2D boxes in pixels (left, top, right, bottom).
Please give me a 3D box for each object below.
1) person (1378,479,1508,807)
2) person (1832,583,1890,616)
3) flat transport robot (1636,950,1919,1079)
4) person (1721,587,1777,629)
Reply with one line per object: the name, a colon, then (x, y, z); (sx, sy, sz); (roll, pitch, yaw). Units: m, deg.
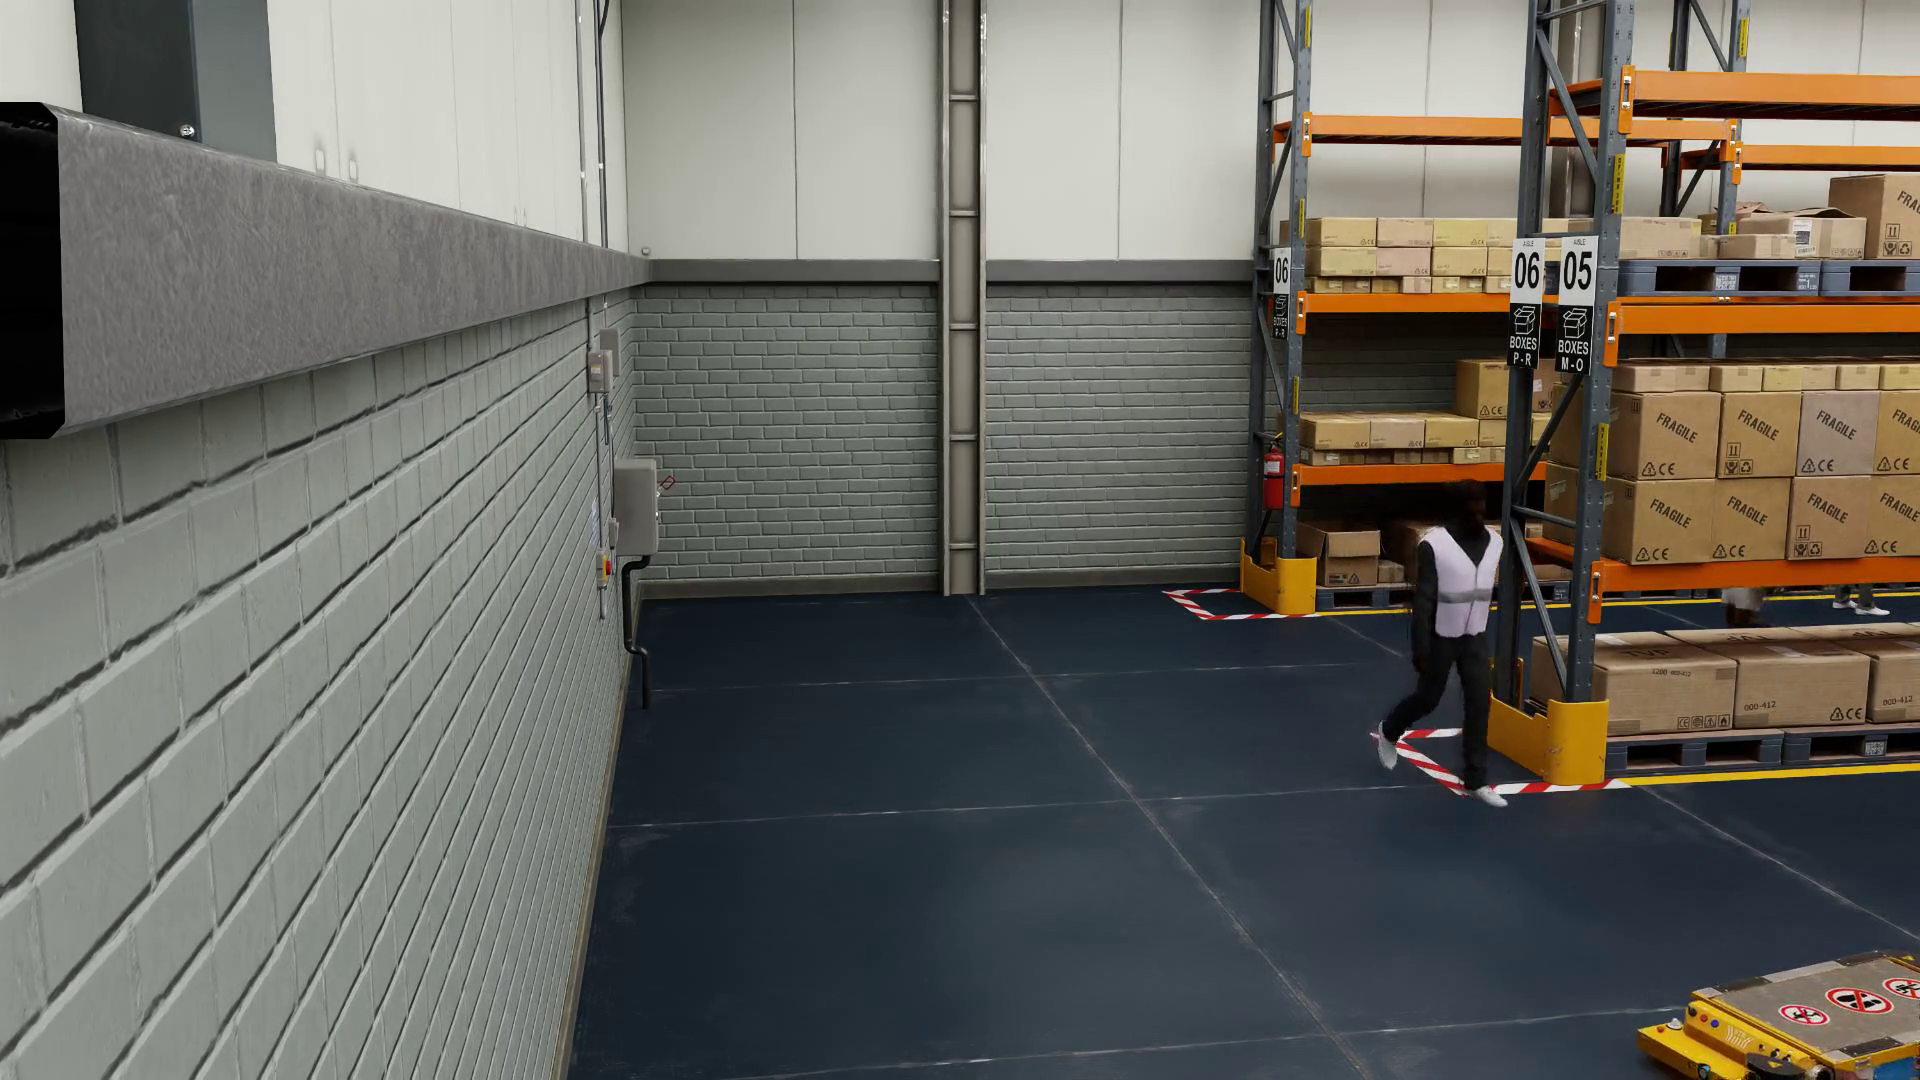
person: (2.822, 0.541, 9.703); (0.593, 1.874, 0.940); (-4, 10, -24)
person: (8.044, -0.286, 14.659); (0.402, 1.918, 0.580); (-2, 9, -12)
flat transport robot: (3.391, 1.874, 6.380); (1.431, 0.197, 0.652); (-4, 10, -22)
person: (5.676, 0.159, 11.855); (0.544, 1.926, 0.543); (-1, 9, -6)
